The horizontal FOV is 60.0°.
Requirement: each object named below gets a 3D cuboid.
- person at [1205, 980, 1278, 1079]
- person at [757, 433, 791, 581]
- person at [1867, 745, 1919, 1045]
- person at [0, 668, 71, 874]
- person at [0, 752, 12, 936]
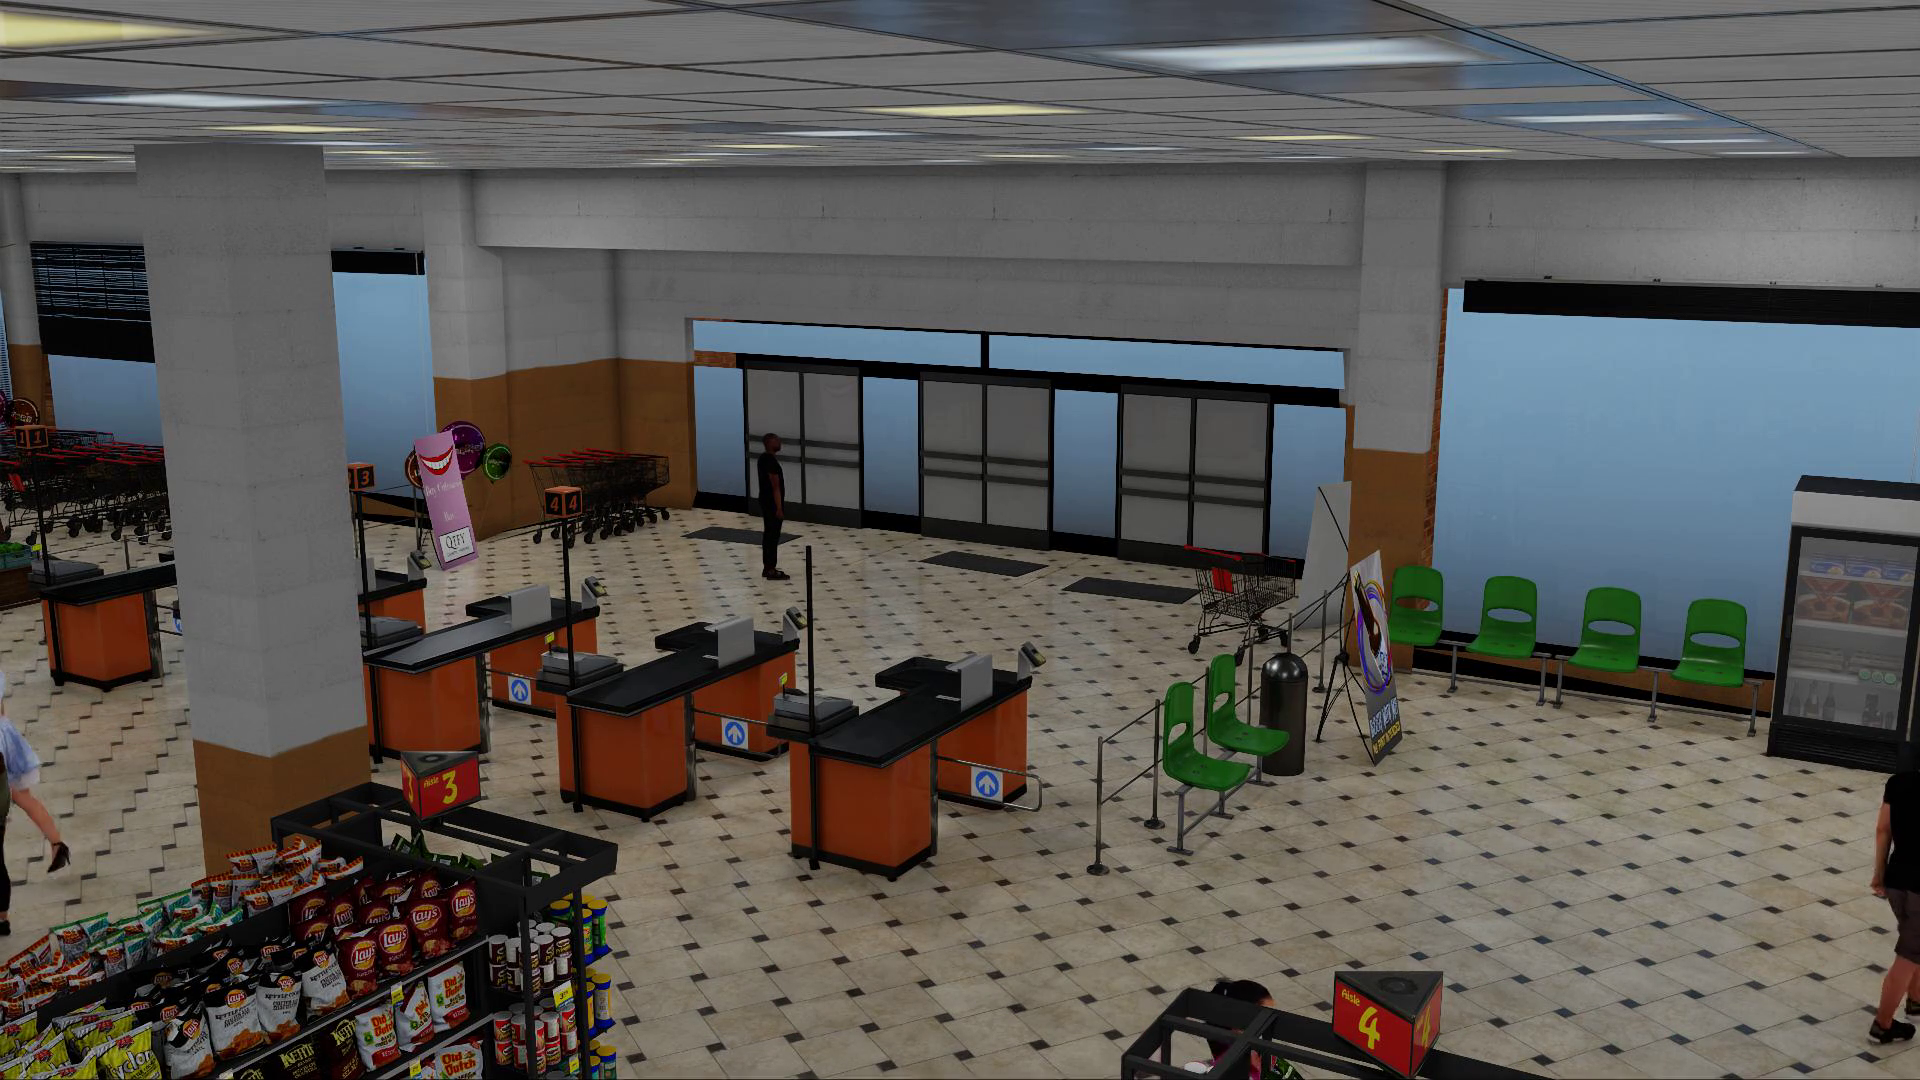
[{"bbox_3d":[1.072,2.554,6.744,0.708,1.679,0.940,9,15,36],"label":"person"},{"bbox_3d":[-2.328,-0.423,20.540,0.785,1.820,0.748,-4,13,-20],"label":"person"},{"bbox_3d":[5.284,1.943,9.266,1.076,1.837,0.981,-5,13,-21],"label":"person"},{"bbox_3d":[-6.579,1.517,11.448,0.959,1.771,1.211,3,12,12],"label":"person"},{"bbox_3d":[-6.230,1.842,10.654,0.665,1.463,0.517,6,13,25],"label":"person"}]
